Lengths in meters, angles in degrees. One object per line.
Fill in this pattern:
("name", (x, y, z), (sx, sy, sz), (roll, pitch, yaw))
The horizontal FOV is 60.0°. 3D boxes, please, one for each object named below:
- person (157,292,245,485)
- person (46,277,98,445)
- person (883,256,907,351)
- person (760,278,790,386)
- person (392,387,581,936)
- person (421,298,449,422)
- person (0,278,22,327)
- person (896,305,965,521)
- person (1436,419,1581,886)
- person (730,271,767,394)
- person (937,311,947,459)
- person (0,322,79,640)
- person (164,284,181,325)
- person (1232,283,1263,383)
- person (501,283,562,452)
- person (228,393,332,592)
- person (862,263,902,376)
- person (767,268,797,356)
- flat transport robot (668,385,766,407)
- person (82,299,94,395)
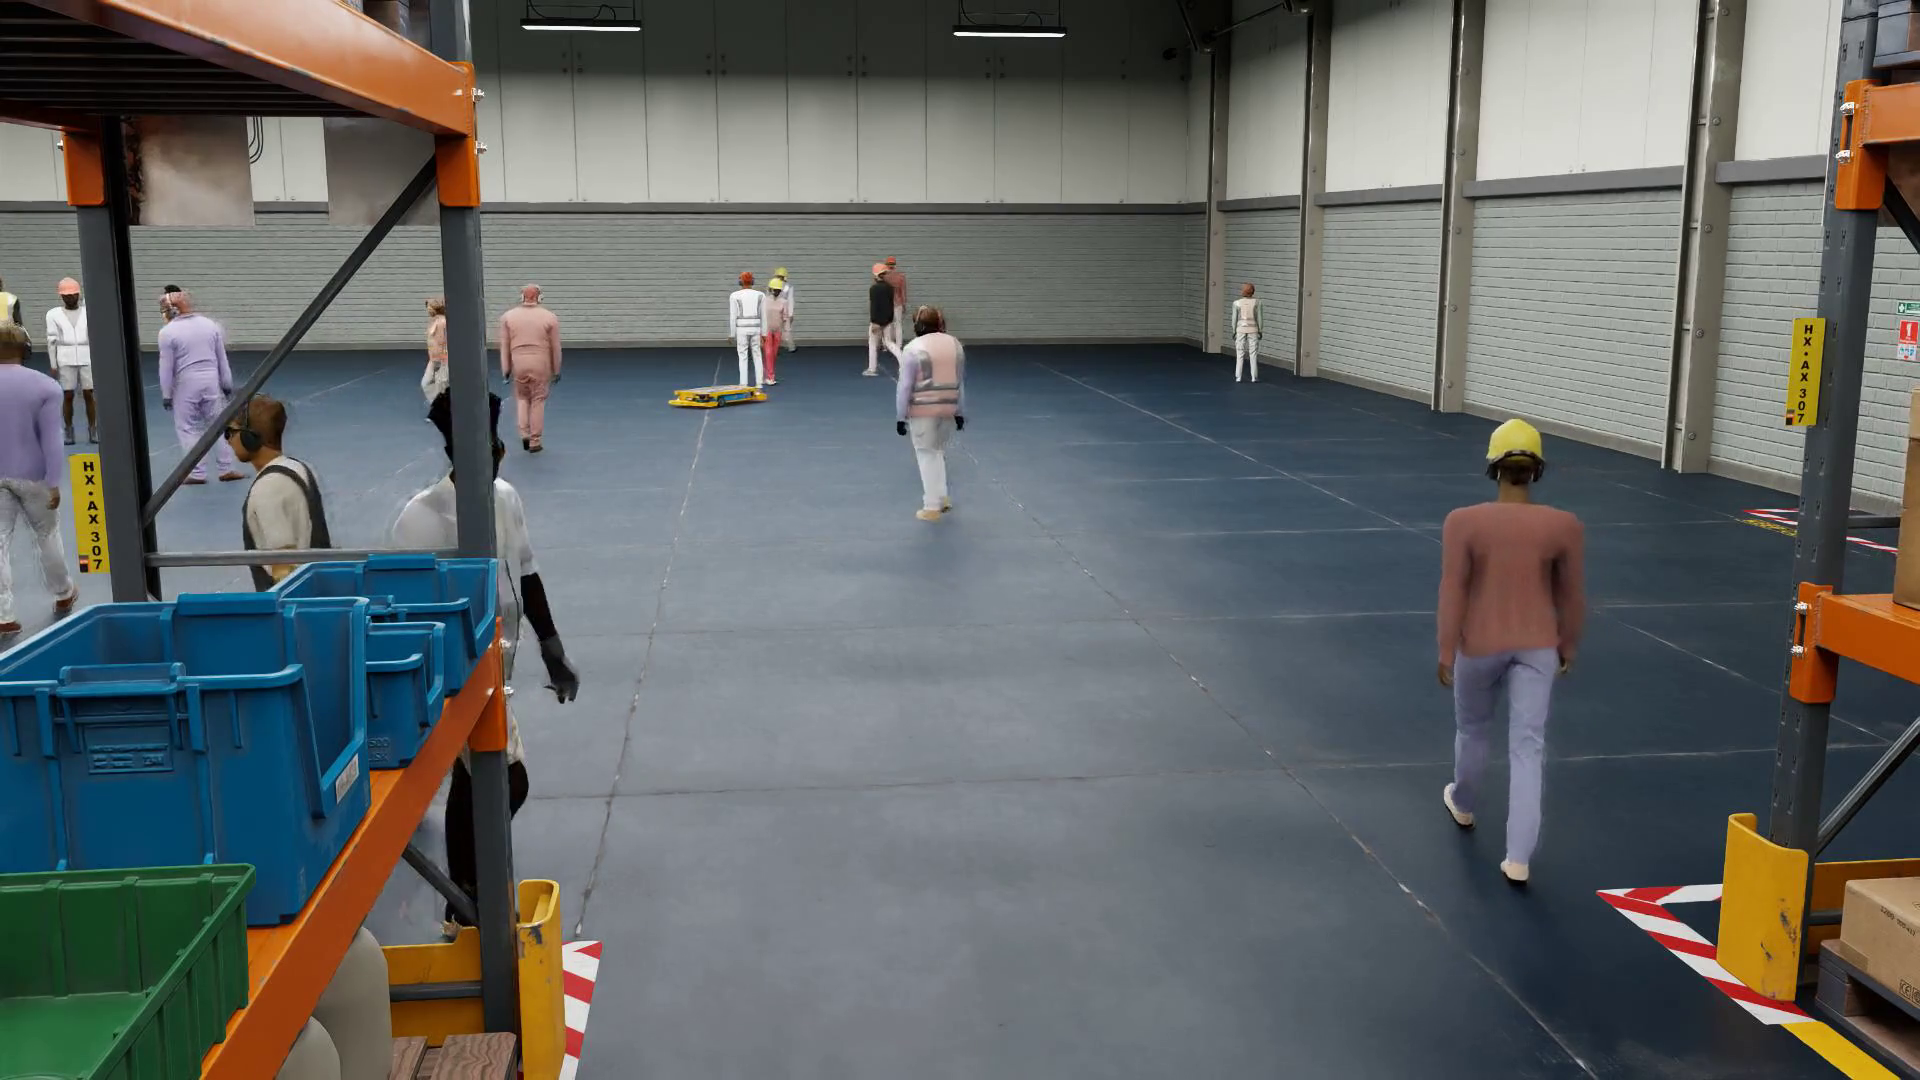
("person", (-7.446, -1.482, 16.273), (0.399, 1.877, 0.790), (7, 12, 33))
("person", (-10.252, -2.068, 19.293), (0.551, 1.935, 0.372), (-6, 12, -30))
("person", (-1.428, -4.957, 34.985), (0.609, 1.991, 0.384), (0, 10, -1))
("person", (-2.980, -3.340, 26.821), (0.540, 1.721, 0.827), (-6, 12, -30))
("person", (-1.571, 0.435, 5.549), (0.532, 1.936, 0.652), (1, 10, 5))
("person", (-6.781, -2.304, 21.453), (0.452, 1.616, 0.556), (-6, 12, -28))
("person", (-14.592, -3.096, 25.240), (0.634, 1.829, 0.484), (-7, 12, -33))
("person", (-0.278, -1.074, 14.149), (0.656, 1.823, 0.503), (-9, 13, -39))
("person", (2.098, 0.394, 6.393), (0.549, 1.711, 0.922), (1, 10, 7))
("person", (-3.240, -3.167, 25.459), (0.584, 1.883, 0.337), (-5, 11, -24))
("person", (-0.271, -1.637, 17.807), (0.504, 1.620, 0.477), (3, 11, 14))
("person", (-5.798, -0.387, 10.238), (0.633, 1.873, 1.056), (-3, 11, -15))
("person", (-11.740, -2.985, 24.978), (0.317, 1.696, 0.540), (-6, 12, -31))
("person", (4.754, -3.420, 27.518), (0.512, 1.642, 0.311), (3, 11, 15))
("person", (-4.793, -1.932, 18.686), (0.659, 1.881, 0.502), (0, 10, 0))
("person", (-2.608, 0.297, 6.744), (0.887, 1.805, 0.560), (0, 10, -1))
("person", (-1.297, -3.797, 28.711), (0.868, 1.966, 0.628), (8, 13, 37))
("person", (-3.615, -4.607, 33.637), (0.611, 1.786, 0.924), (4, 11, 19))
("flat transport robot", (-3.484, -2.078, 23.917), (0.652, 0.197, 1.431), (6, 12, 30))
("person", (-12.071, -2.772, 23.343), (0.534, 1.868, 0.310), (6, 12, 32))
